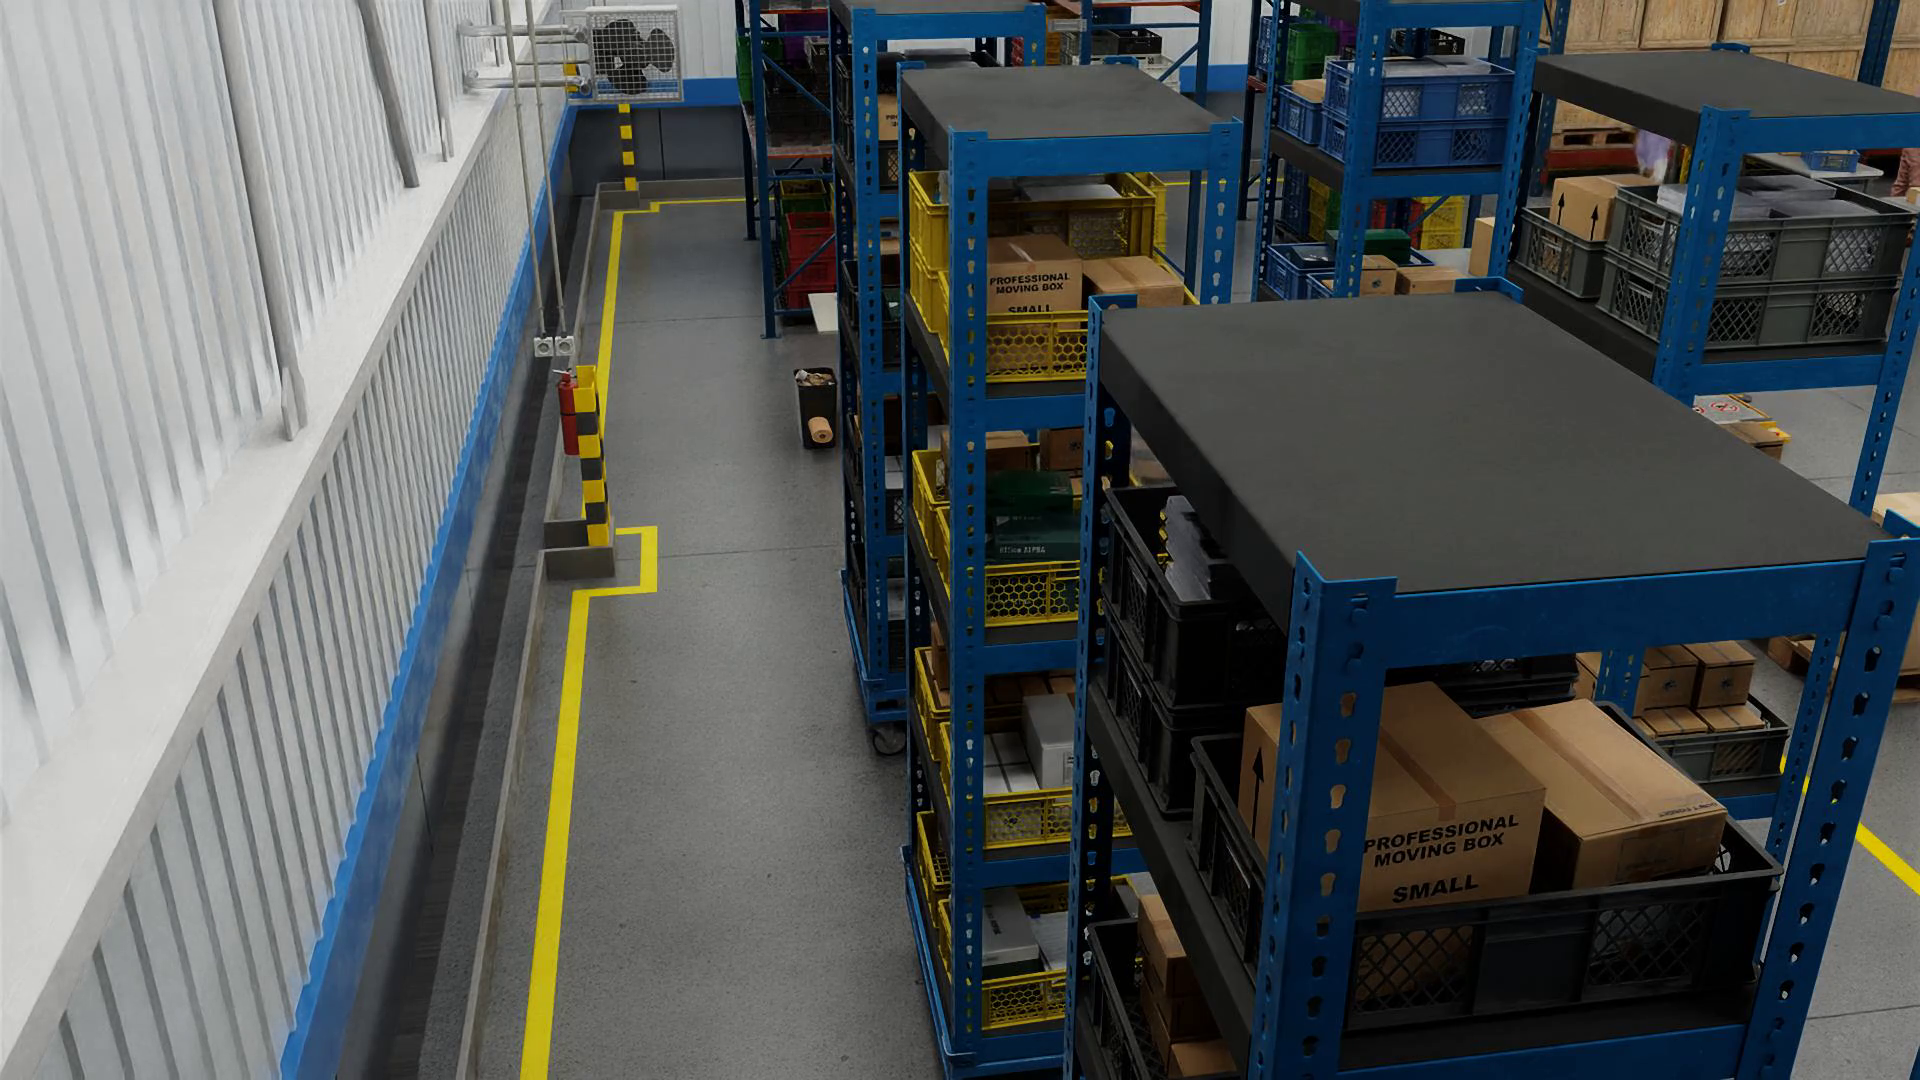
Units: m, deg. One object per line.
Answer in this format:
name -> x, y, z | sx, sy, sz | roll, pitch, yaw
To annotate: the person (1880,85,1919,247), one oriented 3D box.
person -> 9.826, -3.948, 16.924 | 0.397, 1.899, 0.644 | 2, 25, 5
